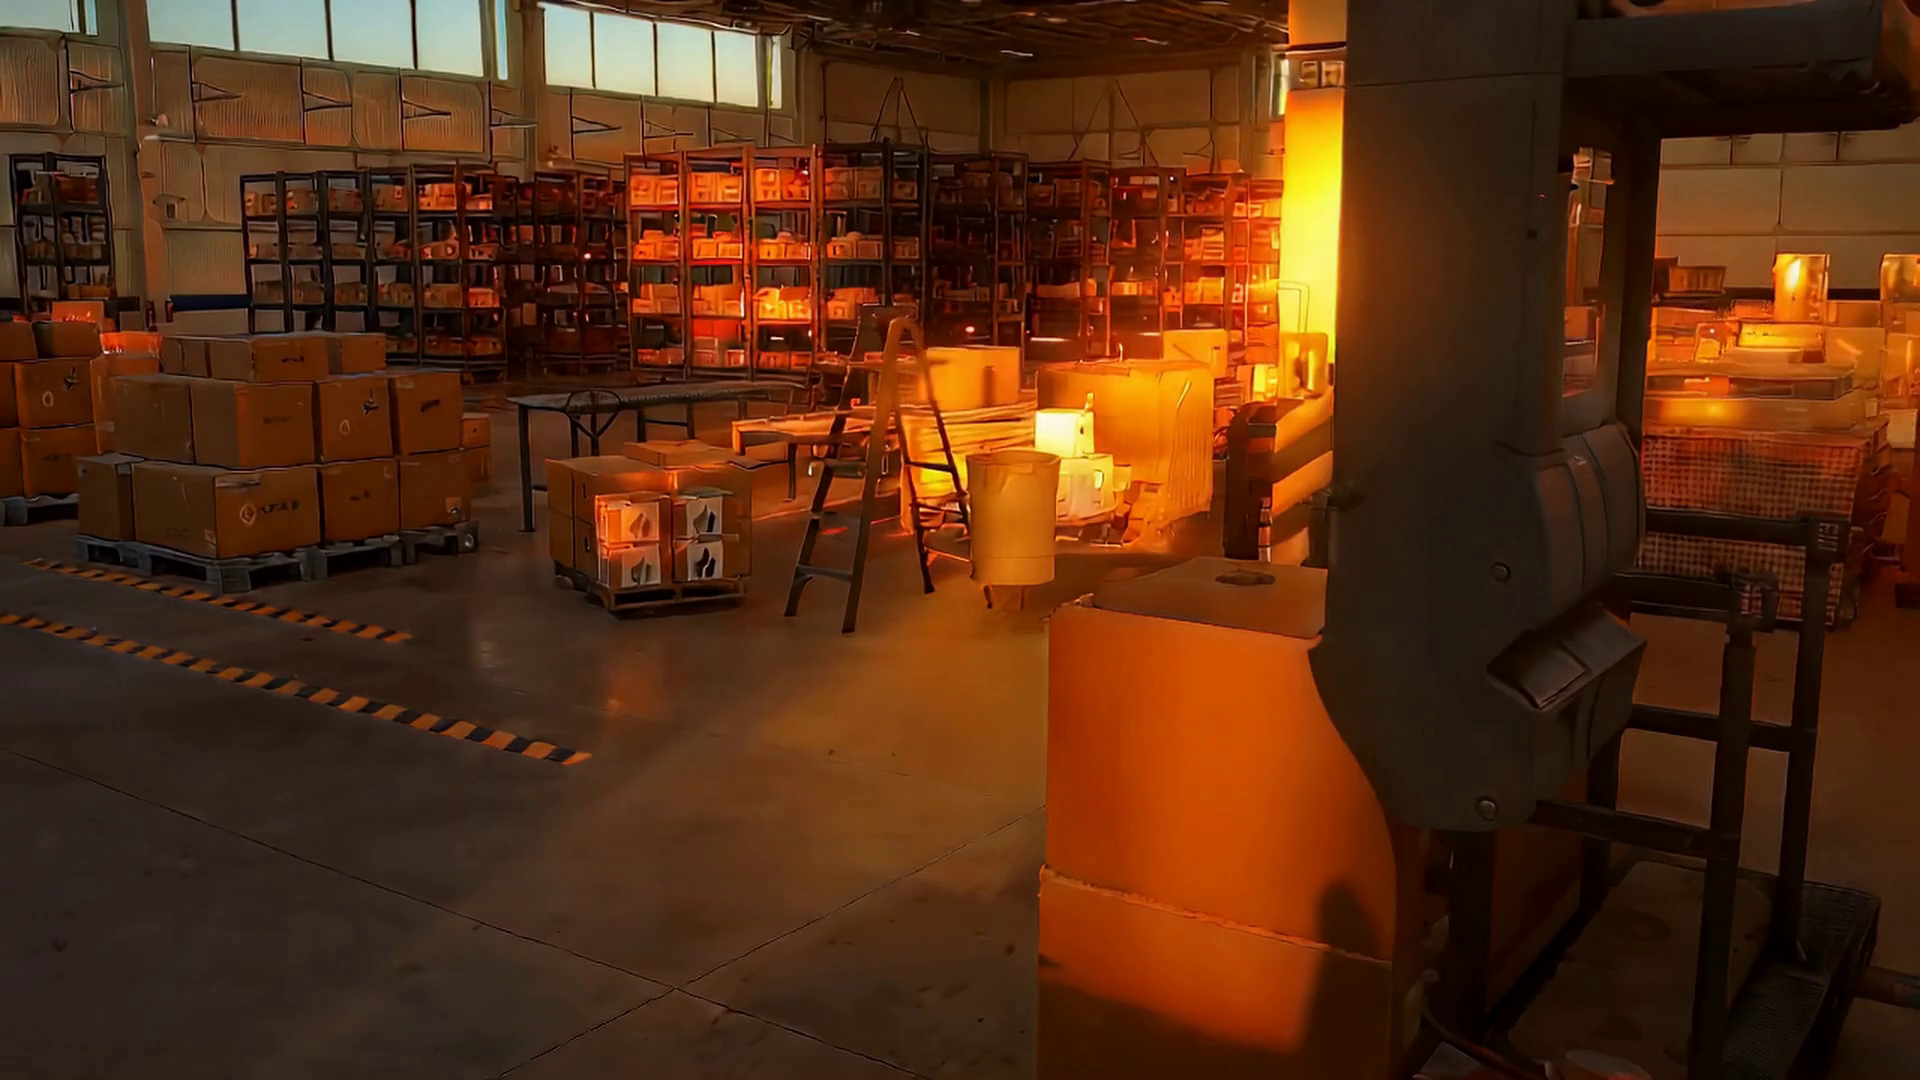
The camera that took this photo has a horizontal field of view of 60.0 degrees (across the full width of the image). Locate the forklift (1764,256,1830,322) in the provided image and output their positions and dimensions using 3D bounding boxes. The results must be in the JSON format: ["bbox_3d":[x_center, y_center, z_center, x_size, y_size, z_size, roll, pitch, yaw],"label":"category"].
[{"bbox_3d":[20.253,-5.854,40.139,1.157,1.987,2.680,7,12,35],"label":"forklift"}]

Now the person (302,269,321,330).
[{"bbox_3d":[-13.232,-4.596,33.988,0.396,1.847,0.565,-1,10,-5],"label":"person"}]

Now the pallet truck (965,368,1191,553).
[{"bbox_3d":[0.845,-0.609,11.869,1.630,1.274,0.653,7,12,35],"label":"pallet truck"}]

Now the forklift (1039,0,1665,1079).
[{"bbox_3d":[1.249,-0.137,4.360,1.873,2.768,1.129,7,12,35],"label":"forklift"}]

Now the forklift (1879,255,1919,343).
[{"bbox_3d":[22.089,-5.634,38.796,1.157,1.987,2.680,6,11,33],"label":"forklift"}]

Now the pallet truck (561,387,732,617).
[{"bbox_3d":[-1.981,-0.274,10.088,0.680,1.201,1.601,-5,11,-28],"label":"pallet truck"}]
